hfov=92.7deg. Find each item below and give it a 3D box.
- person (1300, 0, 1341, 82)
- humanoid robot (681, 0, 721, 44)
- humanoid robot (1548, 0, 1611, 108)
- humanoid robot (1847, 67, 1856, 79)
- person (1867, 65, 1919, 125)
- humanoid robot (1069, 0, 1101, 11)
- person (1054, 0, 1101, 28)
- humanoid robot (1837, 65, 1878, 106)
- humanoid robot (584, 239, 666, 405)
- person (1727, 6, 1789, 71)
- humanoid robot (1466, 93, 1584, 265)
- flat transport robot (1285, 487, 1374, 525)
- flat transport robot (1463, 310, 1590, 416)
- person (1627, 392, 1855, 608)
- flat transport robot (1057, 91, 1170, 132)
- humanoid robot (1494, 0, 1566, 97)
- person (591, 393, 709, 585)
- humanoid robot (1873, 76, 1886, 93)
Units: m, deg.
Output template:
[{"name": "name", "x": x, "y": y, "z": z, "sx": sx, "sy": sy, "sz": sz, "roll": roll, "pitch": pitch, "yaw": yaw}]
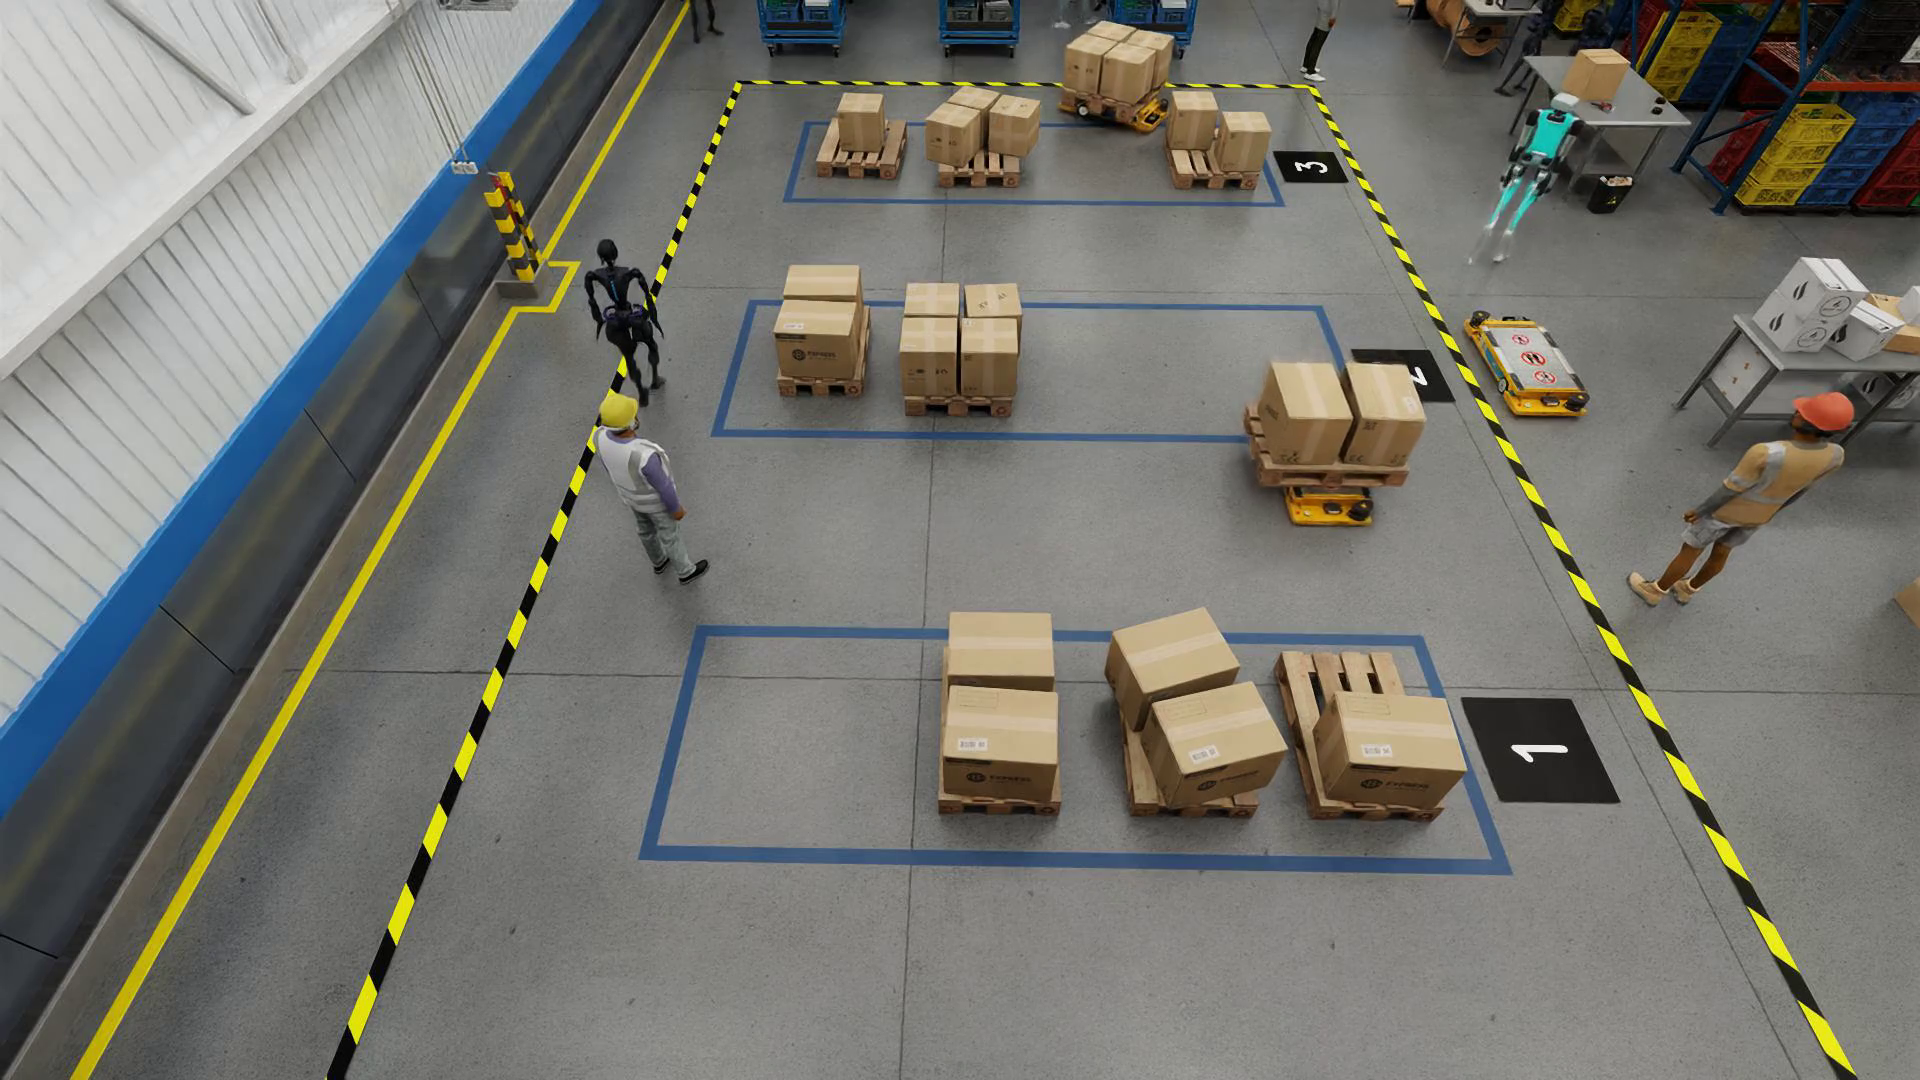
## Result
[{"name": "person", "x": 5.269, "y": -7.544, "z": 13.019, "sx": 0.396, "sy": 1.848, "sz": 0.587, "roll": 3, "pitch": 49, "yaw": 3}, {"name": "humanoid robot", "x": -4.053, "y": -8.541, "z": 13.993, "sx": 0.609, "sy": 1.636, "sz": 0.398, "roll": -29, "pitch": 55, "yaw": -23}, {"name": "humanoid robot", "x": 8.299, "y": -6.509, "z": 12.231, "sx": 0.610, "sy": 1.642, "sz": 0.353, "roll": -33, "pitch": 57, "yaw": -25}, {"name": "humanoid robot", "x": 13.114, "y": -7.193, "z": 12.813, "sx": 0.540, "sy": 1.828, "sz": 0.719, "roll": 14, "pitch": 50, "yaw": 11}, {"name": "person", "x": 11.960, "y": -5.829, "z": 11.601, "sx": 0.405, "sy": 1.746, "sz": 0.541, "roll": 1, "pitch": 49, "yaw": 1}, {"name": "humanoid robot", "x": 2.094, "y": -9.545, "z": 14.854, "sx": 0.531, "sy": 1.816, "sz": 0.913, "roll": -26, "pitch": 54, "yaw": -20}, {"name": "person", "x": 1.909, "y": -8.902, "z": 14.279, "sx": 0.831, "sy": 1.704, "sz": 0.513, "roll": 5, "pitch": 49, "yaw": 4}, {"name": "humanoid robot", "x": 11.443, "y": -5.841, "z": 11.659, "sx": 0.615, "sy": 1.637, "sz": 0.365, "roll": -35, "pitch": 58, "yaw": -26}, {"name": "humanoid robot", "x": -3.033, "y": -1.972, "z": 8.309, "sx": 0.599, "sy": 1.651, "sz": 0.423, "roll": -8, "pitch": 50, "yaw": -7}, {"name": "person", "x": 11.762, "y": -7.651, "z": 13.134, "sx": 0.679, "sy": 1.828, "sz": 0.564, "roll": 1, "pitch": 49, "yaw": 1}, {"name": "humanoid robot", "x": 6.001, "y": -3.734, "z": 9.811, "sx": 0.536, "sy": 1.797, "sz": 0.809, "roll": 27, "pitch": 54, "yaw": 22}, {"name": "flat transport robot", "x": 3.149, "y": -0.720, "z": 8.138, "sx": 0.652, "sy": 0.197, "sz": 1.431, "roll": 1, "pitch": 49, "yaw": 1}, {"name": "flat transport robot", "x": 5.573, "y": -1.757, "z": 9.054, "sx": 0.659, "sy": 0.231, "sz": 1.431, "roll": 1, "pitch": 49, "yaw": 1}, {"name": "person", "x": 5.580, "y": -0.240, "z": 6.566, "sx": 0.608, "sy": 2.048, "sz": 0.363, "roll": -1, "pitch": 49, "yaw": -1}, {"name": "flat transport robot", "x": 2.145, "y": -6.080, "z": 12.778, "sx": 1.431, "sy": 0.197, "sz": 0.652, "roll": 25, "pitch": 53, "yaw": 20}, {"name": "humanoid robot", "x": 8.011, "y": -7.045, "z": 12.701, "sx": 0.408, "sy": 1.649, "sz": 0.608, "roll": 25, "pitch": 54, "yaw": 20}, {"name": "person", "x": -2.302, "y": -0.356, "z": 6.803, "sx": 0.590, "sy": 1.837, "sz": 0.404, "roll": 23, "pitch": 53, "yaw": 19}, {"name": "humanoid robot", "x": 13.253, "y": -7.040, "z": 12.653, "sx": 0.868, "sy": 1.772, "sz": 0.596, "roll": -15, "pitch": 51, "yaw": -13}]
